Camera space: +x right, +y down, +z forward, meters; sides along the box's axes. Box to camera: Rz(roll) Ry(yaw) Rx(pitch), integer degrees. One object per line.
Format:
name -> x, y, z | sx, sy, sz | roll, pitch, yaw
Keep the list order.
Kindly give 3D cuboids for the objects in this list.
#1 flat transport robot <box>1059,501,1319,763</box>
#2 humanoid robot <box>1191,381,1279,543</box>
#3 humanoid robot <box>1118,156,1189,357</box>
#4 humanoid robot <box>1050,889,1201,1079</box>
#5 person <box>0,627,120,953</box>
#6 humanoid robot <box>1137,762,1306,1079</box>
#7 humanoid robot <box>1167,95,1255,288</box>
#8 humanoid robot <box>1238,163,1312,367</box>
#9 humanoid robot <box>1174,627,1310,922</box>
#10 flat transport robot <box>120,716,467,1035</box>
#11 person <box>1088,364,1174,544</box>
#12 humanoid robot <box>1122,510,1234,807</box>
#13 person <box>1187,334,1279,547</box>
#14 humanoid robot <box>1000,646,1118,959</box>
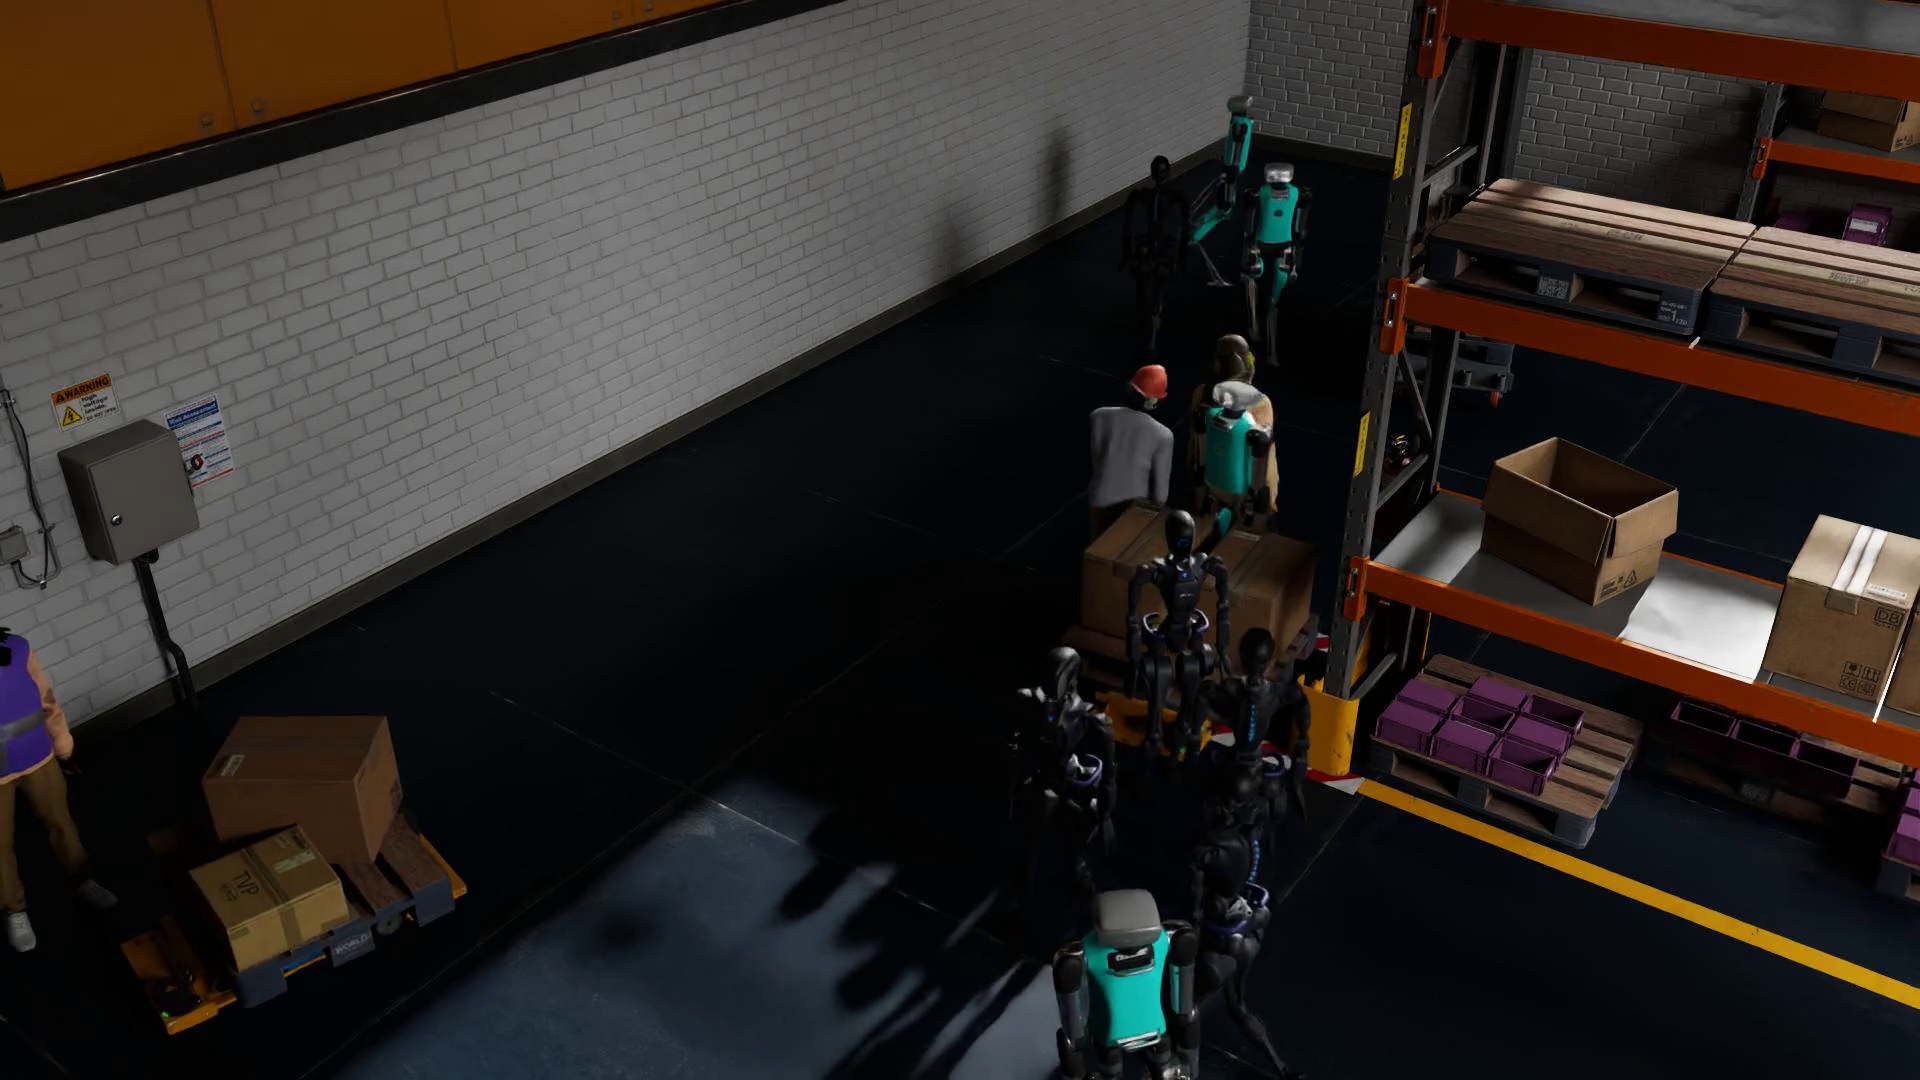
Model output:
flat transport robot -> 1.325, 0.778, 9.690 | 0.659, 0.231, 1.431 | 16, 34, 26
humanoid robot -> 1.688, -0.135, 9.834 | 0.643, 1.824, 0.534 | -25, 38, -36
humanoid robot -> 1.606, -2.370, 13.796 | 0.586, 1.621, 0.804 | 6, 30, 10
humanoid robot -> 0.672, 2.128, 5.883 | 0.573, 1.771, 0.849 | -8, 31, -13
person -> -4.356, 1.024, 7.621 | 0.456, 1.919, 0.556 | 26, 39, 37
humanoid robot -> 1.124, 1.636, 6.820 | 0.681, 1.635, 0.583 | 21, 36, 32
humanoid robot -> 2.170, -3.100, 15.022 | 0.850, 1.843, 0.560 | 6, 31, 10
humanoid robot -> 2.496, -2.301, 13.572 | 0.542, 1.735, 0.957 | 0, 30, 0
humanoid robot -> 1.311, 1.130, 7.677 | 0.612, 1.650, 0.315 | 2, 30, 4
flat transport robot -> -3.173, 1.780, 7.952 | 1.431, 0.231, 0.659 | -23, 37, -34
person -> 1.019, -0.275, 10.092 | 0.542, 1.693, 0.867 | 10, 32, 17
humanoid robot -> 1.139, 0.605, 8.579 | 0.589, 1.654, 0.395 | -6, 30, -10
person -> 1.617, -0.332, 10.037 | 0.612, 1.846, 0.609 | 21, 36, 32
humanoid robot -> 0.469, 1.169, 7.650 | 0.606, 1.658, 0.659 | 16, 33, 25
